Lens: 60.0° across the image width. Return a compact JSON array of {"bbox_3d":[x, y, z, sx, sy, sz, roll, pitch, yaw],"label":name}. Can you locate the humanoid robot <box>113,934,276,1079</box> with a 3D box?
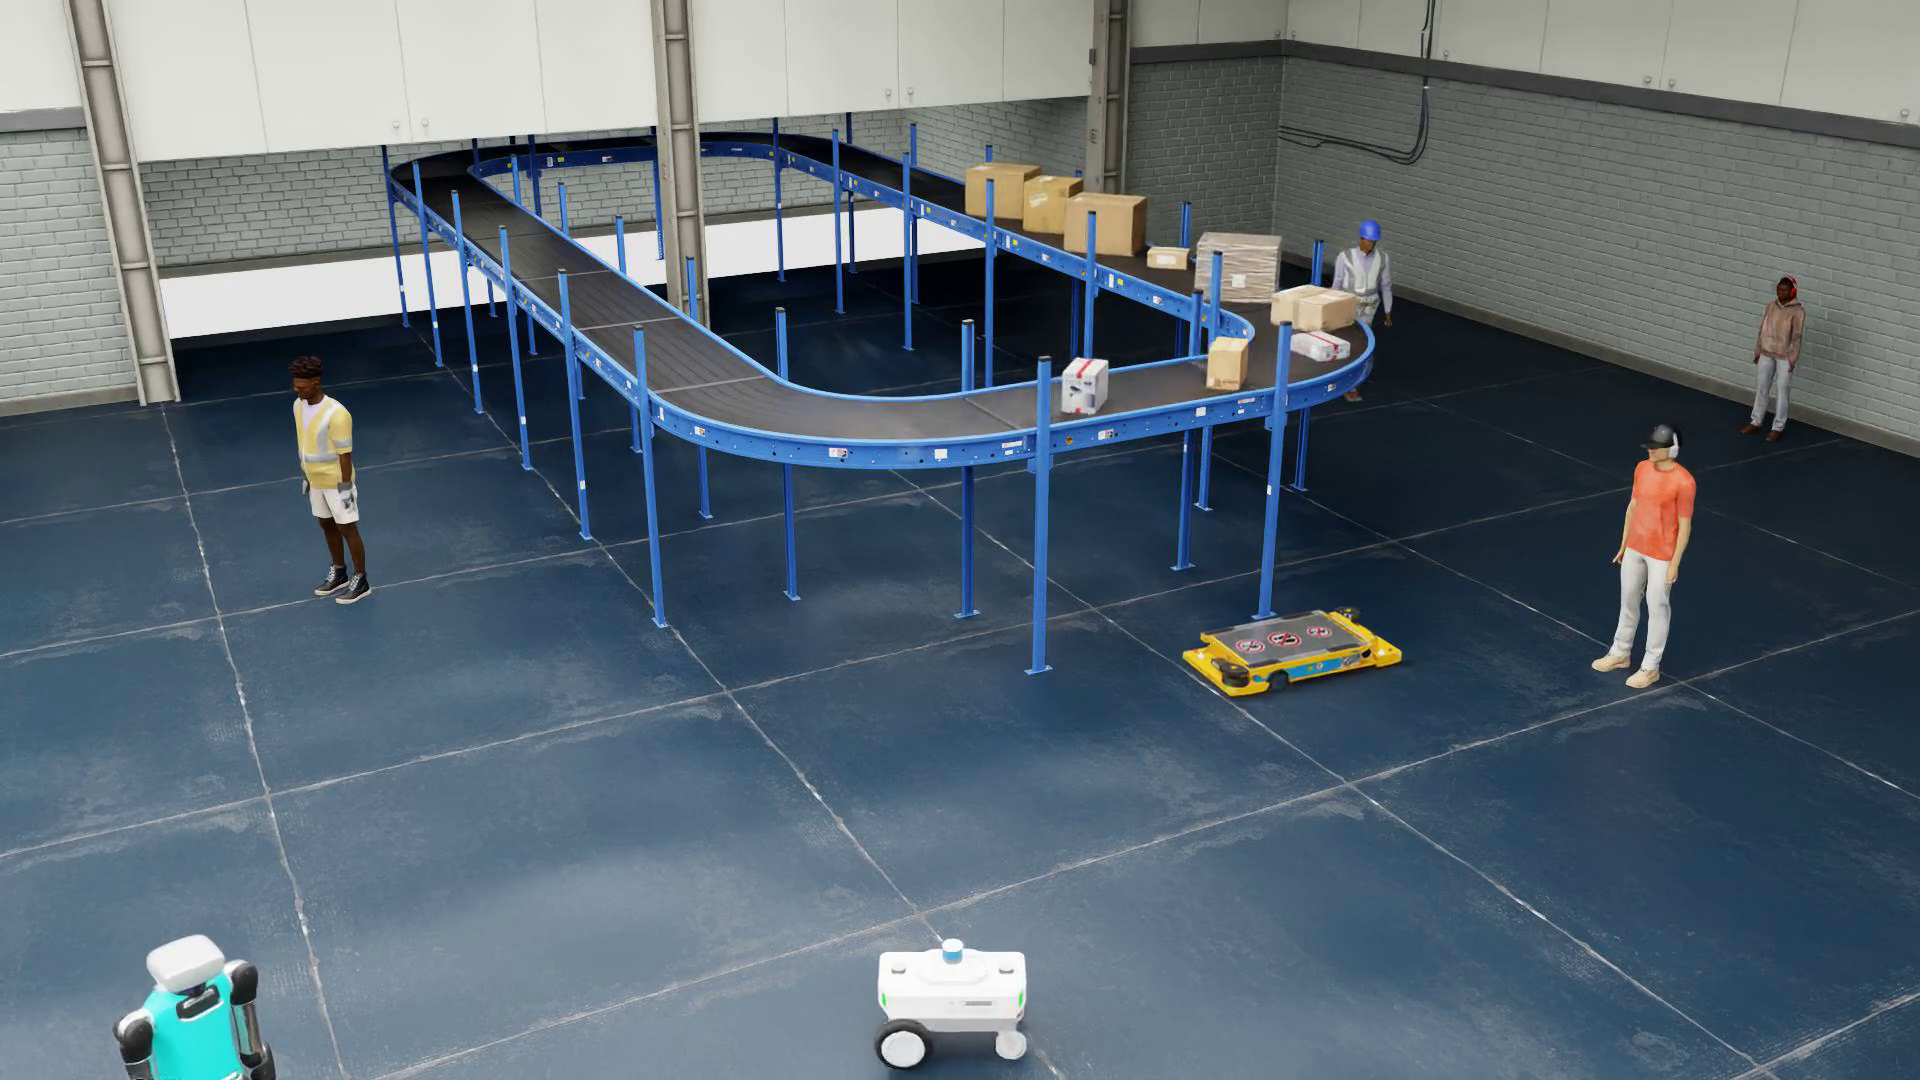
[{"bbox_3d":[-2.634,2.338,6.188,1.024,1.761,0.554,14,26,31],"label":"humanoid robot"}]

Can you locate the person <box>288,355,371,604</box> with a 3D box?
[{"bbox_3d":[-4.868,-0.476,12.805,0.602,1.959,0.372,15,27,33],"label":"person"}]

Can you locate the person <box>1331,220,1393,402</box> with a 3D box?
[{"bbox_3d":[4.300,-2.419,17.651,0.649,1.913,0.844,-5,23,-13],"label":"person"}]

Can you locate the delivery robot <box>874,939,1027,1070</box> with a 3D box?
[{"bbox_3d":[-0.049,2.198,8.036,0.757,0.575,0.499,0,22,0],"label":"delivery robot"}]

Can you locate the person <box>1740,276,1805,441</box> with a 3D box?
[{"bbox_3d":[8.123,-1.816,16.527,0.314,1.646,0.466,-13,25,-29],"label":"person"}]

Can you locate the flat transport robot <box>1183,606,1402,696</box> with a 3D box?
[{"bbox_3d":[2.383,0.793,11.914,1.431,0.231,0.659,-9,24,-21],"label":"flat transport robot"}]

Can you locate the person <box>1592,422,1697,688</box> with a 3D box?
[{"bbox_3d":[4.726,0.098,11.446,0.415,1.909,0.480,-12,25,-26],"label":"person"}]
